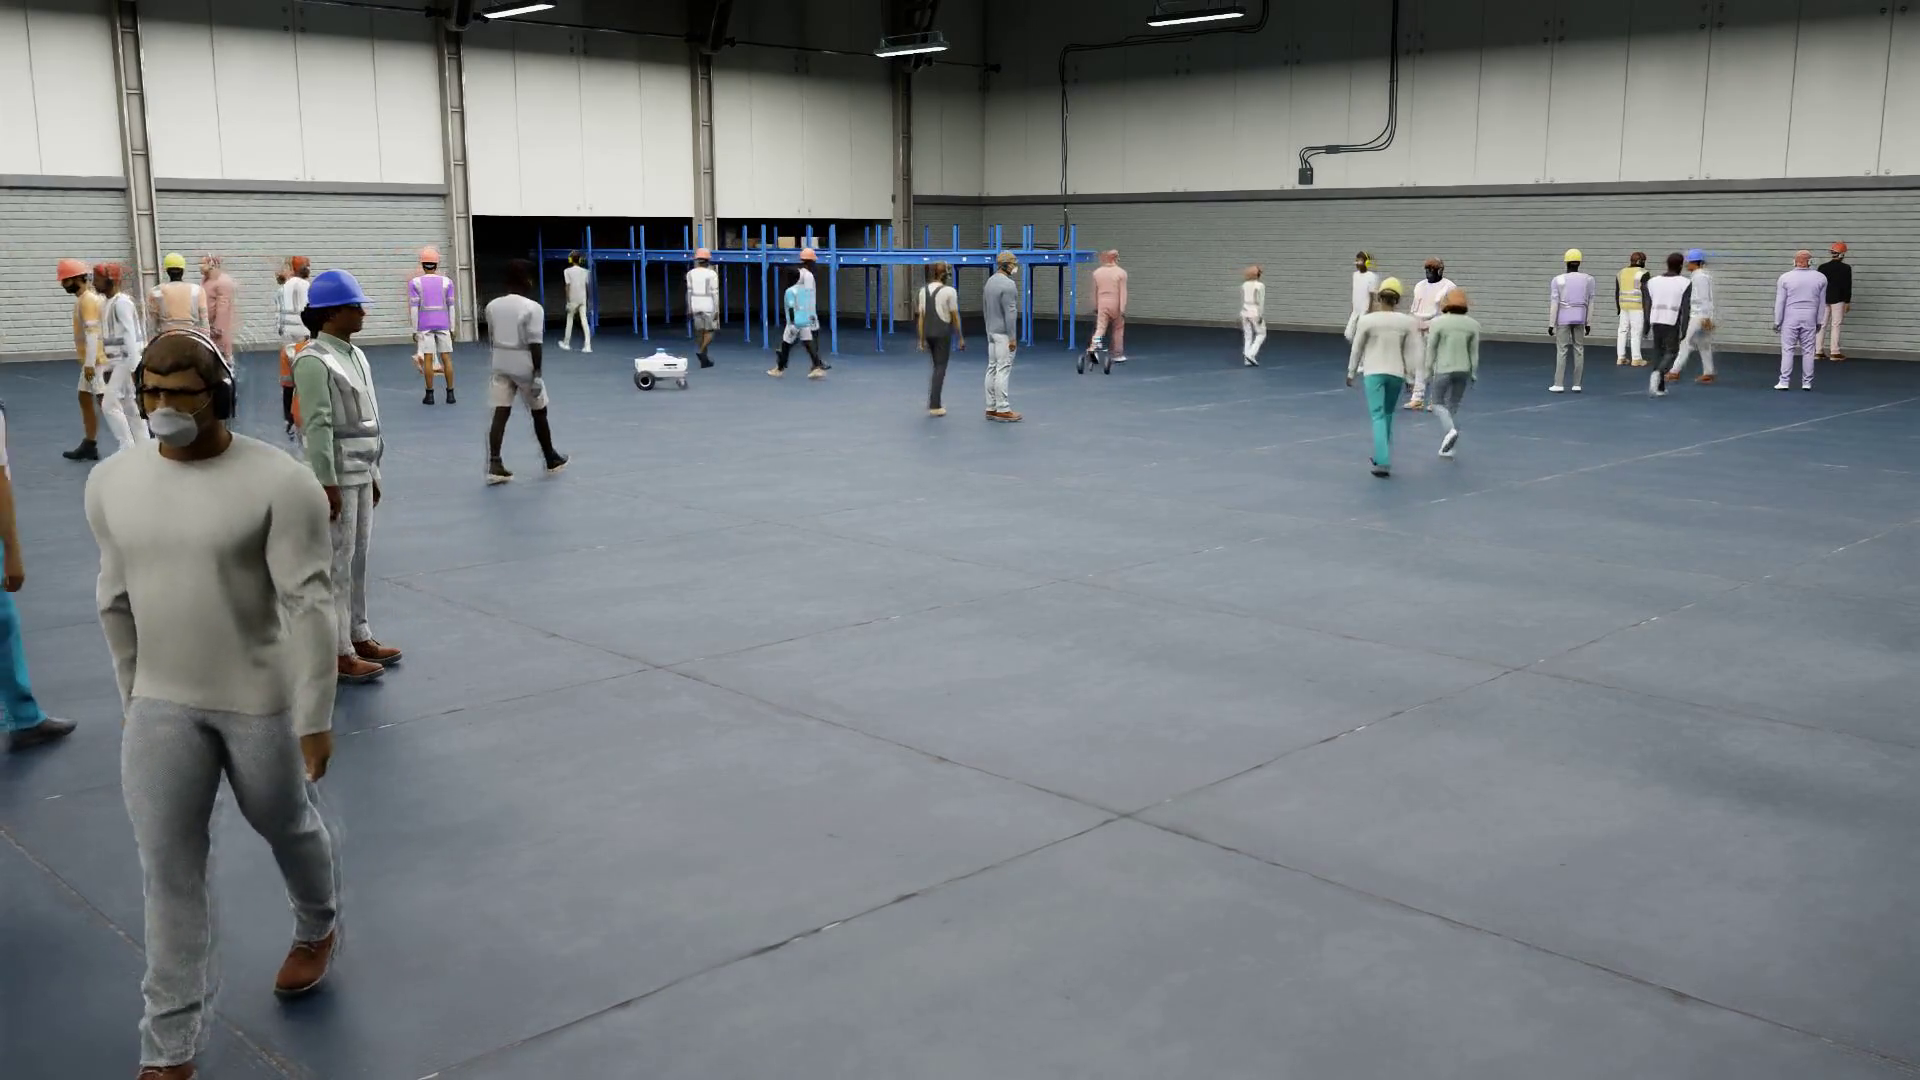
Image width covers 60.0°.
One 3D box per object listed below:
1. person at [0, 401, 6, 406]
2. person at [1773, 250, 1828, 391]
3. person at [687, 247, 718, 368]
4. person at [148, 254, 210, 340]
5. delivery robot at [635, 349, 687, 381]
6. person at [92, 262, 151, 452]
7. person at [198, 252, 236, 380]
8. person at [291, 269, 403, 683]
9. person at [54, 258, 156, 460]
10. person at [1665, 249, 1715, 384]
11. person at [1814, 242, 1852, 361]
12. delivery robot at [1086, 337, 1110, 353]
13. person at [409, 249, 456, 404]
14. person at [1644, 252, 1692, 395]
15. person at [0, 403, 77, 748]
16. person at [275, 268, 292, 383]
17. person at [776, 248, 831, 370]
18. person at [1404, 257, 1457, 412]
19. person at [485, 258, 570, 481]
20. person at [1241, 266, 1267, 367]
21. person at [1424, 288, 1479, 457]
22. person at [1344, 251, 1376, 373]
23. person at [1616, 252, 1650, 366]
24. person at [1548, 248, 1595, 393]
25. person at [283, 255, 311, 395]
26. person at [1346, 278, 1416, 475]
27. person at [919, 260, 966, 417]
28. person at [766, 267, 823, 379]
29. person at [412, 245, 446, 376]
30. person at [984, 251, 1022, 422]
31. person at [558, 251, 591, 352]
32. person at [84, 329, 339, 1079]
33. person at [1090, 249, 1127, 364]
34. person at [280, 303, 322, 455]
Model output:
[{"bbox_3d":[-12.067,-2.534,20.427,0.596,1.826,0.403,3,11,16],"label":"person"},{"bbox_3d":[11.480,-3.003,22.783,0.641,1.904,0.401,2,11,11],"label":"person"},{"bbox_3d":[-4.135,-3.726,26.694,0.543,1.923,0.526,4,11,20],"label":"person"},{"bbox_3d":[-8.685,-2.224,18.536,0.612,1.893,0.871,-5,11,-25],"label":"person"},{"bbox_3d":[-4.151,-2.415,23.109,0.707,0.478,0.477,-2,11,-12],"label":"delivery robot"},{"bbox_3d":[-7.653,-1.572,15.069,0.594,1.862,0.616,-7,13,-34],"label":"person"},{"bbox_3d":[-9.731,-2.775,21.590,0.647,1.889,0.584,8,13,37],"label":"person"},{"bbox_3d":[-2.960,-0.315,7.990,0.381,1.951,0.605,0,10,-2],"label":"person"},{"bbox_3d":[-8.105,-1.716,15.798,0.814,1.904,0.587,-6,12,-31],"label":"person"},{"bbox_3d":[10.435,-3.187,23.781,0.918,1.902,0.673,3,11,15],"label":"person"},{"bbox_3d":[14.877,-4.066,28.325,0.381,1.994,0.622,-6,12,-30],"label":"person"},{"bbox_3d":[2.123,-3.038,25.799,0.335,0.223,0.698,3,11,14],"label":"delivery robot"},{"bbox_3d":[-6.660,-2.697,21.013,0.547,1.938,0.379,-5,11,-25],"label":"person"},{"bbox_3d":[9.311,-2.844,21.952,0.598,1.896,0.732,10,15,44],"label":"person"},{"bbox_3d":[-4.008,0.017,6.586,0.582,1.803,0.893,5,12,27],"label":"person"},{"bbox_3d":[-9.651,-3.073,23.882,0.306,1.640,0.521,-1,10,-4],"label":"person"},{"bbox_3d":[-2.461,-3.625,26.134,0.802,1.916,0.558,-5,12,-25],"label":"person"},{"bbox_3d":[5.687,-2.483,20.113,0.429,1.844,0.627,-8,13,-38],"label":"person"},{"bbox_3d":[-3.836,-1.490,14.495,0.628,1.911,1.008,4,11,21],"label":"person"},{"bbox_3d":[4.743,-3.612,26.858,0.362,1.623,0.517,-8,13,-36],"label":"person"},{"bbox_3d":[4.693,-1.583,15.806,0.511,1.613,0.435,-1,10,-8],"label":"person"},{"bbox_3d":[6.189,-3.524,25.734,0.403,1.854,0.524,-5,12,-26],"label":"person"},{"bbox_3d":[11.022,-3.783,27.219,0.430,1.837,0.624,-5,12,-27],"label":"person"},{"bbox_3d":[8.252,-2.963,22.487,0.587,1.930,0.359,0,10,-2],"label":"person"},{"bbox_3d":[-8.029,-2.548,20.393,0.602,1.864,0.551,9,14,42],"label":"person"},{"bbox_3d":[3.756,-1.469,14.888,0.533,1.725,0.867,-1,10,-5],"label":"person"},{"bbox_3d":[-0.195,-2.376,19.615,0.499,1.815,0.619,9,14,40],"label":"person"},{"bbox_3d":[-2.421,-3.203,24.576,0.884,1.640,0.546,5,11,24],"label":"person"},{"bbox_3d":[-8.009,-3.439,24.994,0.631,1.973,0.773,5,11,24],"label":"person"},{"bbox_3d":[0.481,-2.340,19.083,0.359,1.932,0.632,-4,11,-23],"label":"person"},{"bbox_3d":[-7.024,-4.349,30.363,0.534,1.816,0.938,-8,13,-37],"label":"person"},{"bbox_3d":[-1.890,0.402,4.272,0.647,1.889,1.044,0,10,1],"label":"person"},{"bbox_3d":[2.471,-3.871,27.582,0.645,1.878,0.888,6,12,32],"label":"person"},{"bbox_3d":[-4.542,-0.877,11.848,0.541,1.655,0.867,-1,10,-8],"label":"person"}]
